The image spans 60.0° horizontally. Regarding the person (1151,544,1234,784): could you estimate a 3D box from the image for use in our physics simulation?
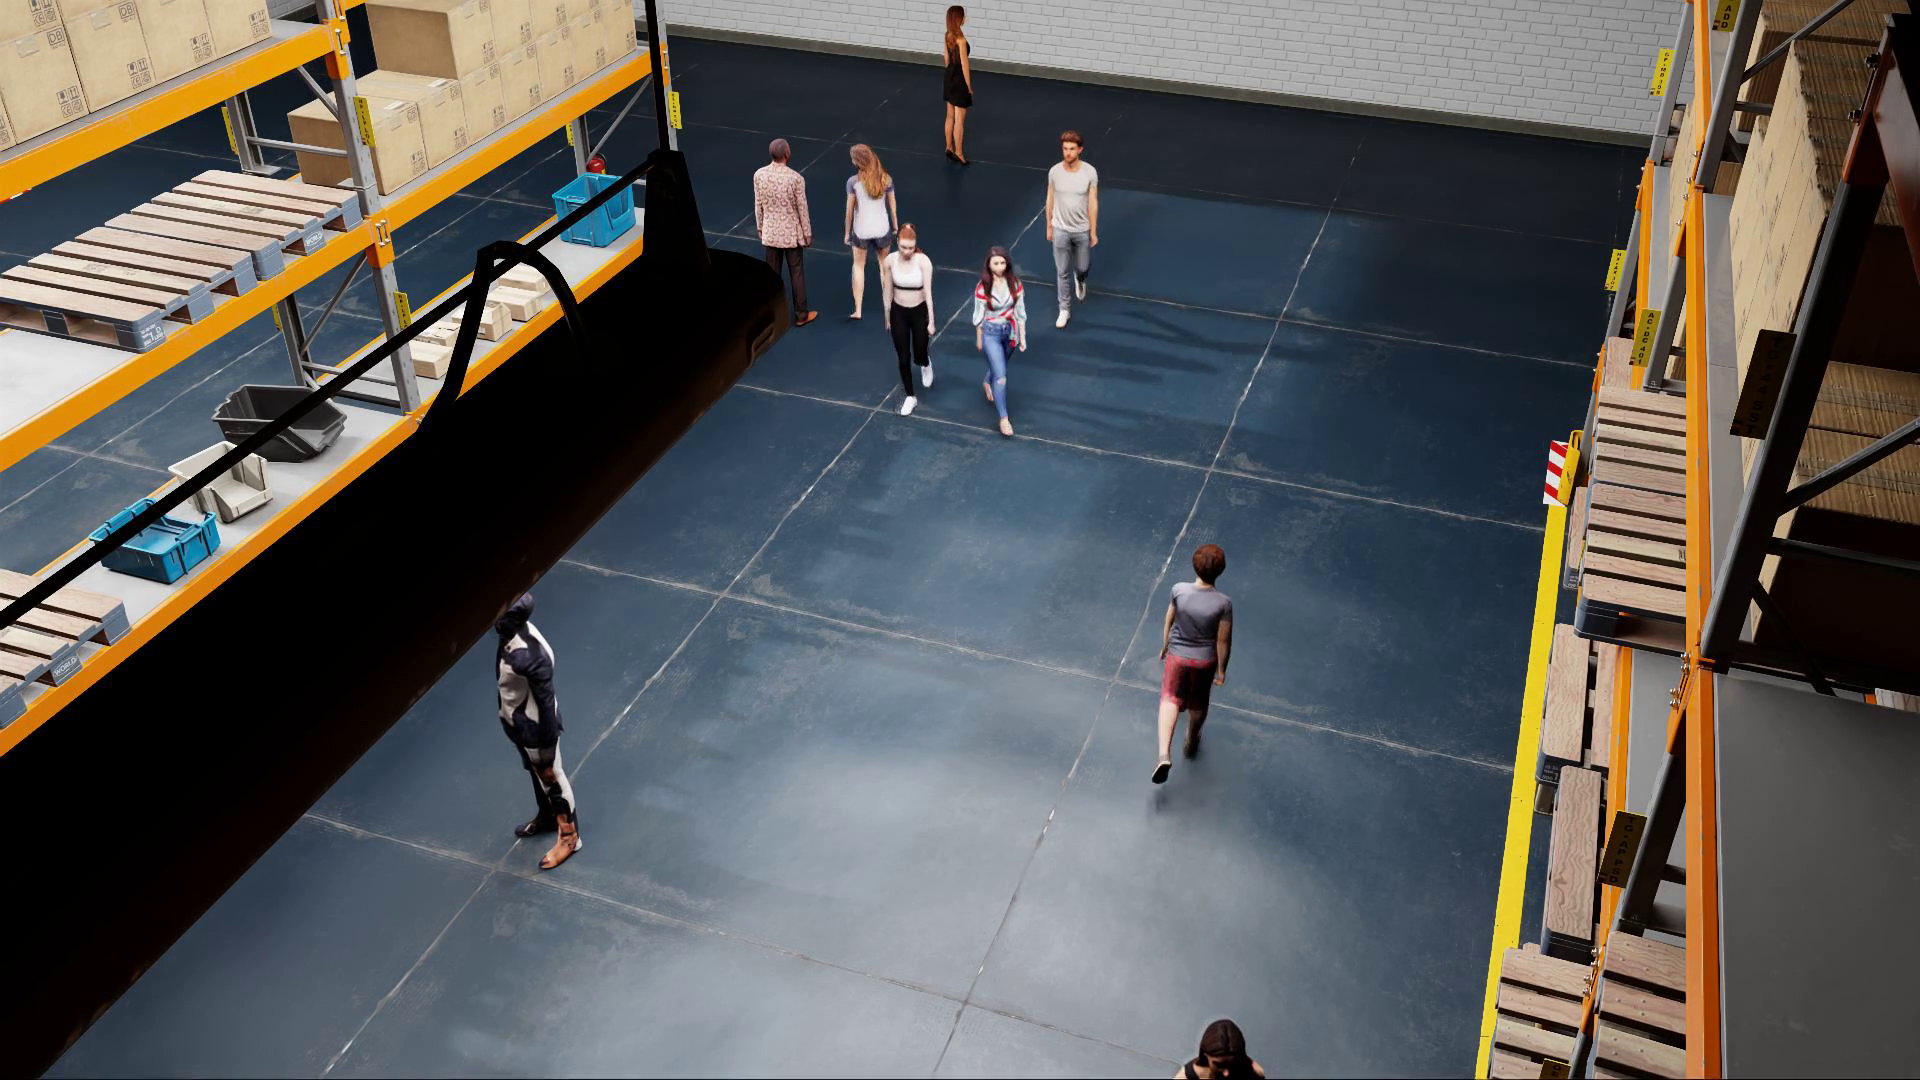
[{"bbox_3d":[1.411,0.788,10.273,0.605,1.634,0.954,11,35,16],"label":"person"}]

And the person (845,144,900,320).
[{"bbox_3d":[-0.880,-2.899,15.752,0.879,1.710,0.924,-1,34,-2],"label":"person"}]

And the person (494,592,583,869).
[{"bbox_3d":[-2.472,1.057,9.636,0.796,1.892,0.781,-21,39,-29],"label":"person"}]

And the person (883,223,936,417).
[{"bbox_3d":[-0.409,-1.938,14.282,0.663,1.738,0.841,7,34,10],"label":"person"}]

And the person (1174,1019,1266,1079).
[{"bbox_3d":[1.095,2.707,7.338,0.678,1.687,0.700,-7,34,-10],"label":"person"}]

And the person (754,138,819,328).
[{"bbox_3d":[-1.666,-2.890,15.650,0.692,1.807,0.578,10,35,15],"label":"person"}]

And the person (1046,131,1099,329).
[{"bbox_3d":[1.071,-2.969,15.699,0.766,1.885,0.977,6,34,9],"label":"person"}]

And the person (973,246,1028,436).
[{"bbox_3d":[0.314,-1.767,14.172,1.024,1.574,1.159,-10,35,-14],"label":"person"}]

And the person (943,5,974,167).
[{"bbox_3d":[-0.036,-5.224,19.137,0.697,1.835,0.664,-20,39,-28],"label":"person"}]
